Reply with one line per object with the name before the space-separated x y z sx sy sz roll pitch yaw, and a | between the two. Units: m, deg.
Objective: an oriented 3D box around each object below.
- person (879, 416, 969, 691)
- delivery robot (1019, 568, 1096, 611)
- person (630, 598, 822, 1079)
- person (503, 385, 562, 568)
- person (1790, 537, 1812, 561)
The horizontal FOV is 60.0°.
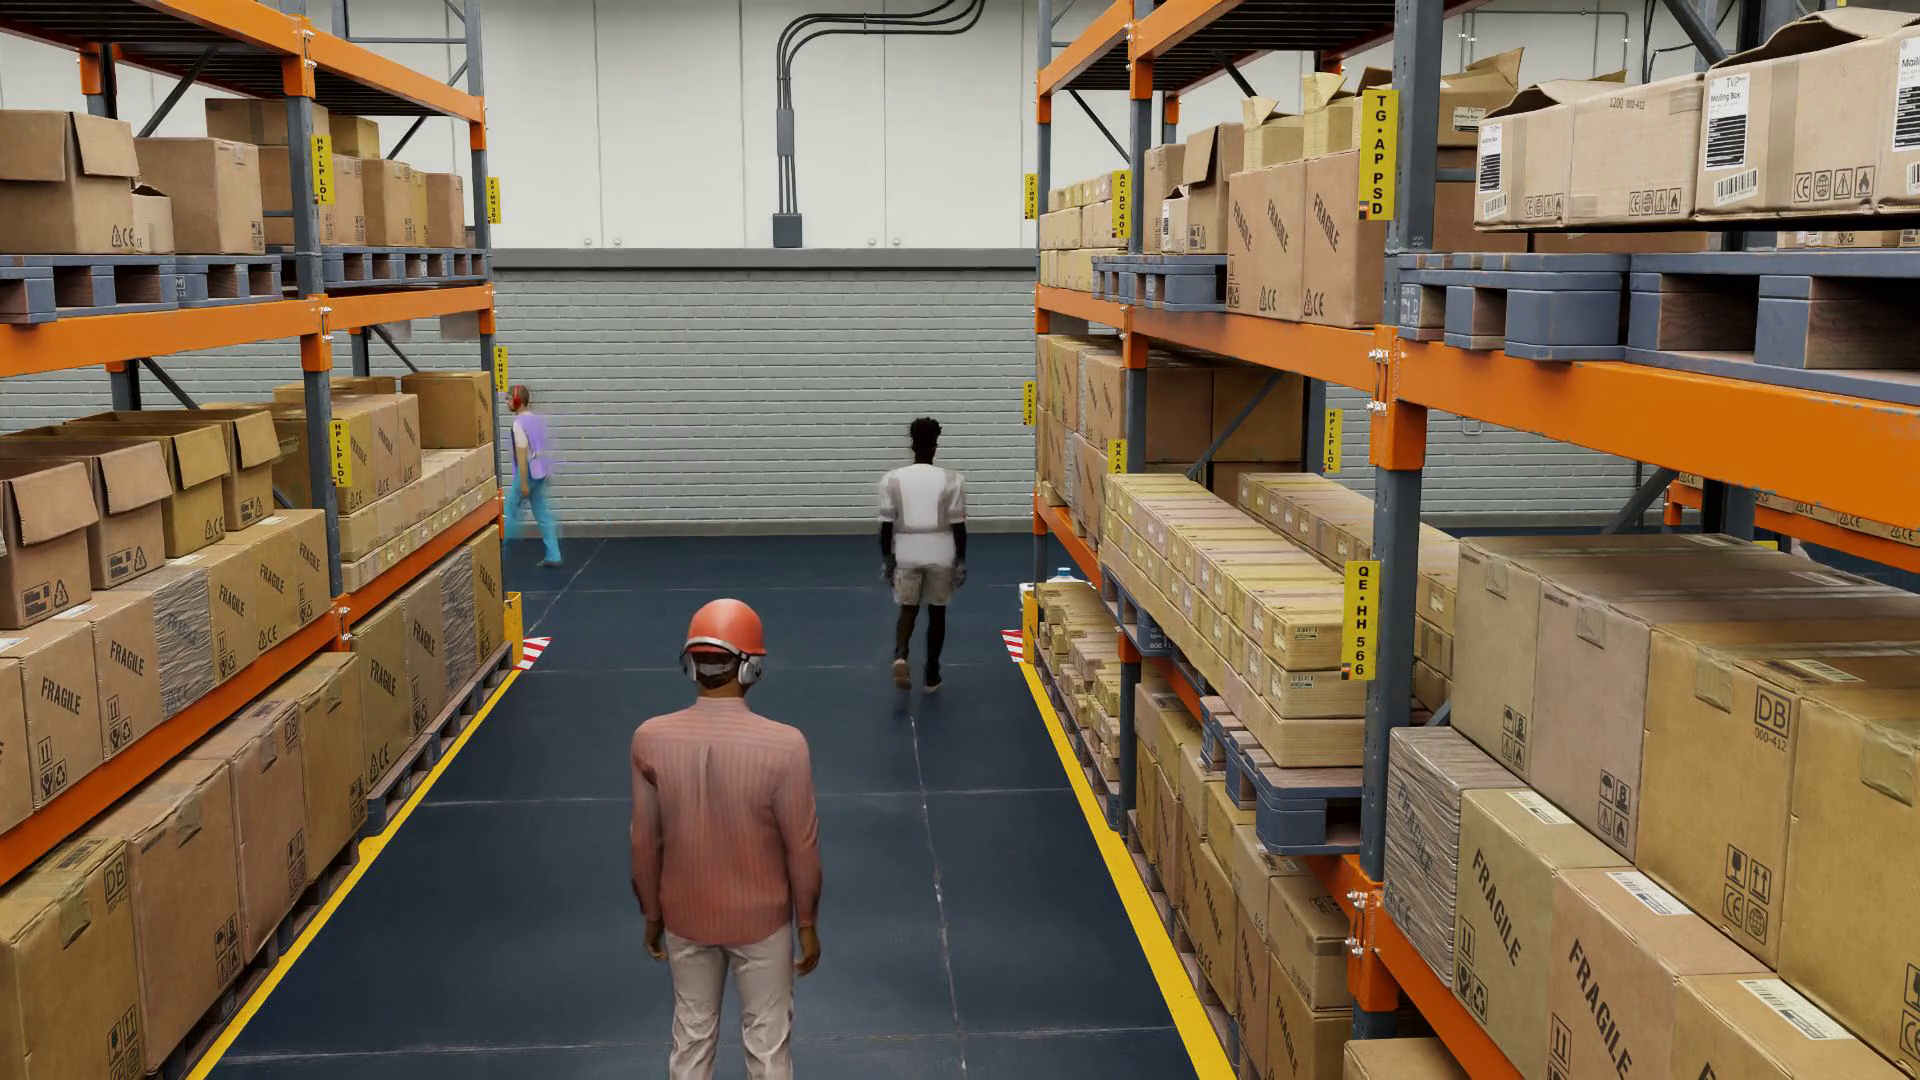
person | -0.252 0.122 11.498 0.613 1.949 0.577 2 10 10
delivery robot | 0.829 0.465 13.300 0.707 0.478 0.477 -1 10 -3
person | -0.716 1.169 5.223 0.609 1.985 0.398 2 10 14
person | -4.326 -0.600 16.171 0.925 1.805 0.579 1 10 5
person | 7.056 -0.330 14.075 0.486 1.973 0.648 -1 10 -9
